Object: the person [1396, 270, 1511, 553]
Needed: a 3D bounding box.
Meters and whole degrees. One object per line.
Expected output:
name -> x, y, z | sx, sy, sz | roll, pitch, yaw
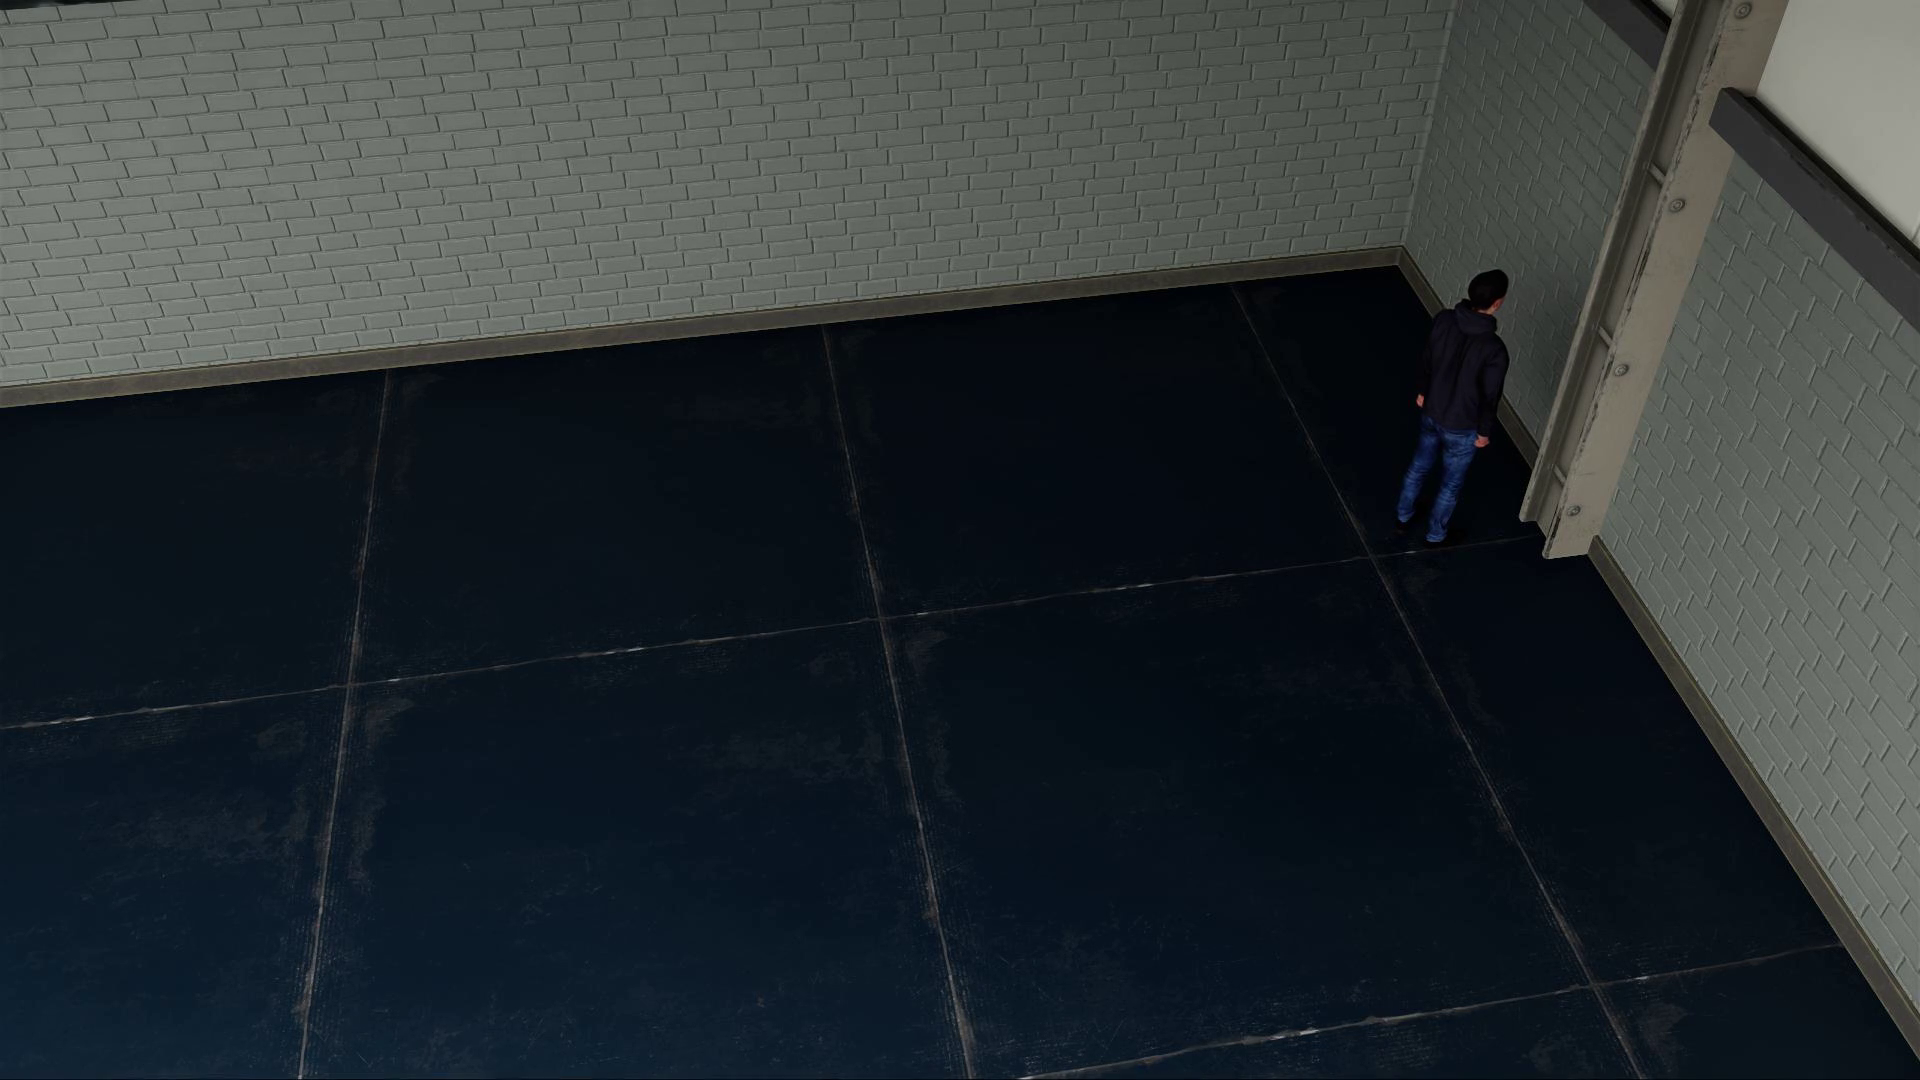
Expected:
person -> 2.829, -0.732, 9.563 | 0.820, 1.893, 0.678 | -27, 49, -26
